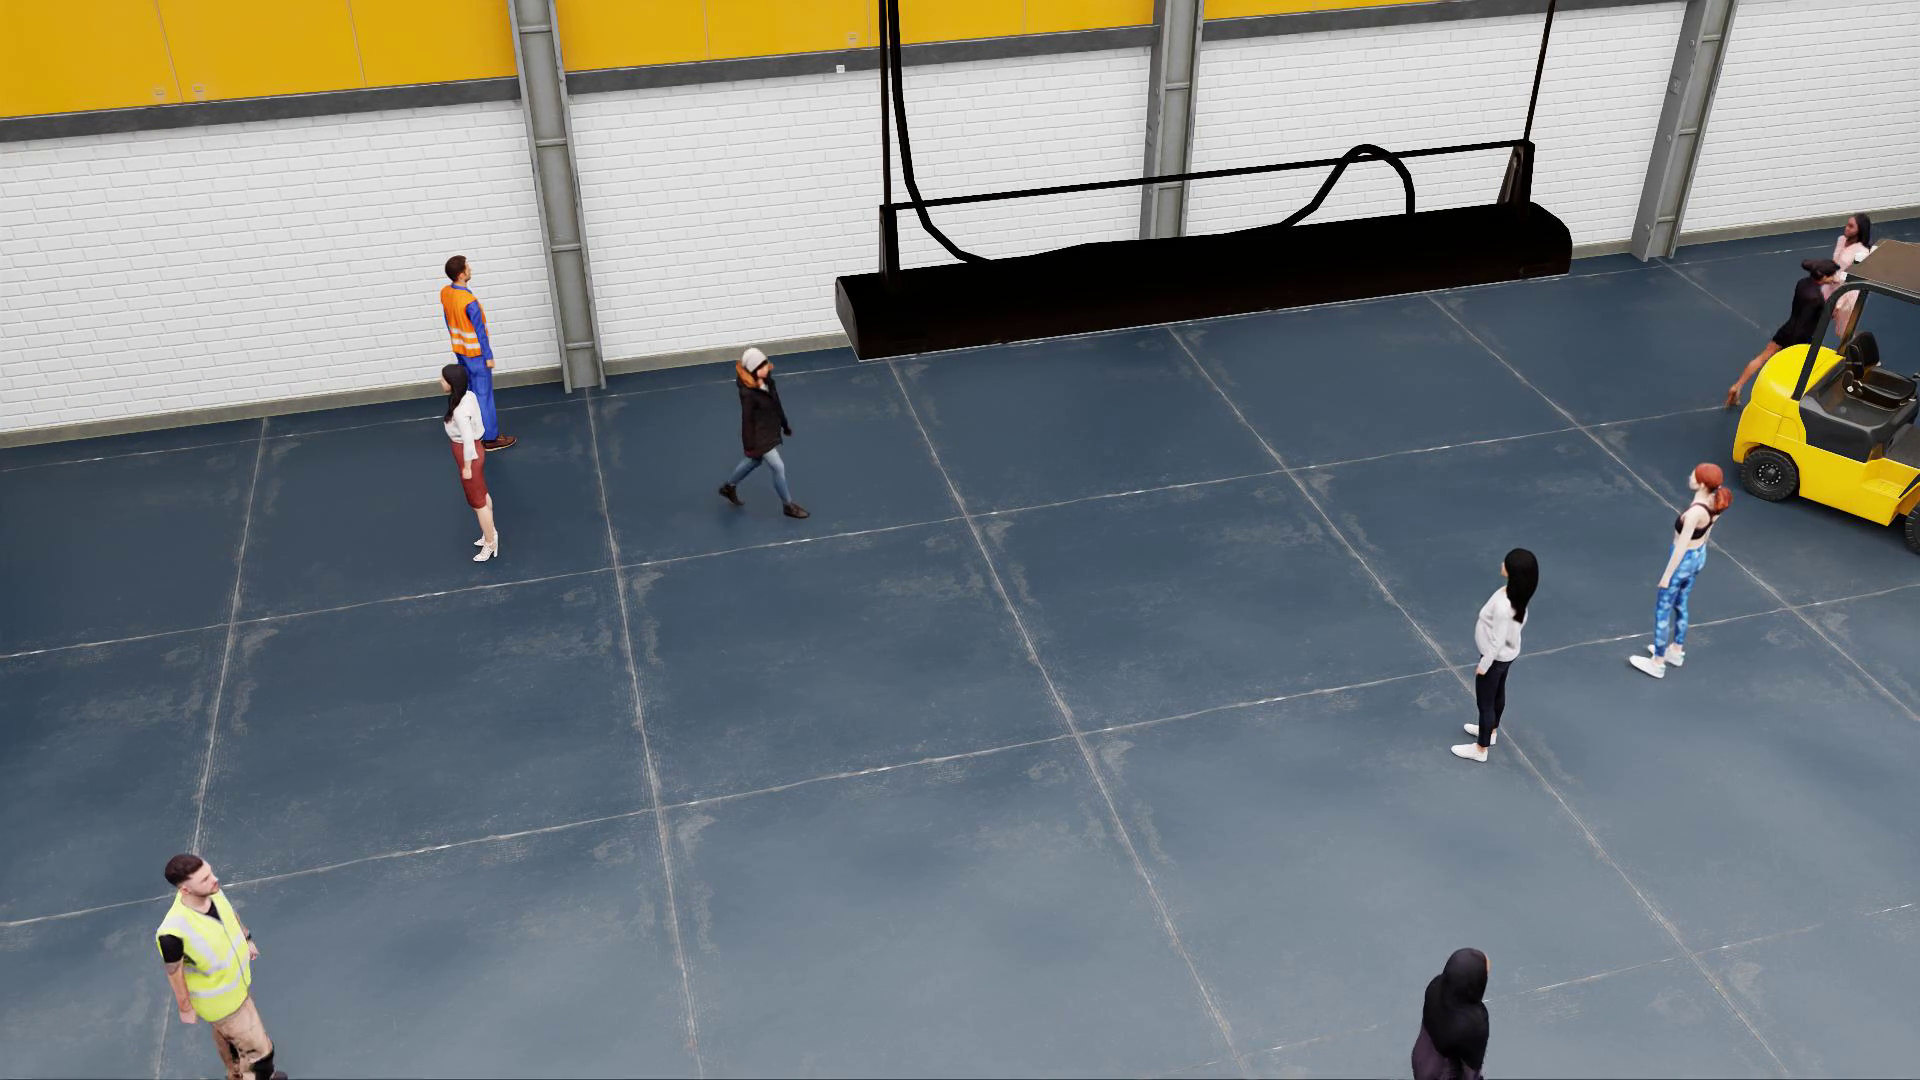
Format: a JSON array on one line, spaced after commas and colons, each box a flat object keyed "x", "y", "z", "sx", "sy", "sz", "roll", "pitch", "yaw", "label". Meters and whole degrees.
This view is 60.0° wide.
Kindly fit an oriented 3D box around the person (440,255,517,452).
[{"x": -4.385, "y": -1.684, "z": 14.932, "sx": 0.790, "sy": 1.863, "sz": 0.807, "roll": 26, "pitch": 42, "yaw": 34, "label": "person"}]

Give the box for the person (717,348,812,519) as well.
[{"x": -1.742, "y": -0.904, "z": 14.002, "sx": 1.162, "sy": 1.594, "sz": 0.934, "roll": 6, "pitch": 34, "yaw": 9, "label": "person"}]

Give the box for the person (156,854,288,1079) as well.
[{"x": -4.022, "y": 2.362, "z": 8.874, "sx": 0.884, "sy": 1.832, "sz": 0.815, "roll": -1, "pitch": 34, "yaw": -2, "label": "person"}]

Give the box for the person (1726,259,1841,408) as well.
[{"x": 7.638, "y": -1.842, "z": 15.411, "sx": 1.113, "sy": 1.597, "sz": 0.817, "roll": 1, "pitch": 34, "yaw": 2, "label": "person"}]

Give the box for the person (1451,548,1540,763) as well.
[{"x": 3.691, "y": 0.774, "z": 11.381, "sx": 0.765, "sy": 1.701, "sz": 0.696, "roll": 20, "pitch": 38, "yaw": 27, "label": "person"}]

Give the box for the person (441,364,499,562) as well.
[{"x": -3.960, "y": -0.633, "z": 13.453, "sx": 0.525, "sy": 1.751, "sz": 0.614, "roll": -6, "pitch": 34, "yaw": -9, "label": "person"}]

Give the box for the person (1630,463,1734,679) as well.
[{"x": 5.287, "y": 0.219, "z": 12.146, "sx": 0.626, "sy": 1.778, "sz": 0.720, "roll": -24, "pitch": 41, "yaw": -32, "label": "person"}]

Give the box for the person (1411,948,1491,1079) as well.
[{"x": 2.440, "y": 2.716, "z": 8.550, "sx": 0.919, "sy": 1.602, "sz": 0.592, "roll": -8, "pitch": 34, "yaw": -12, "label": "person"}]
